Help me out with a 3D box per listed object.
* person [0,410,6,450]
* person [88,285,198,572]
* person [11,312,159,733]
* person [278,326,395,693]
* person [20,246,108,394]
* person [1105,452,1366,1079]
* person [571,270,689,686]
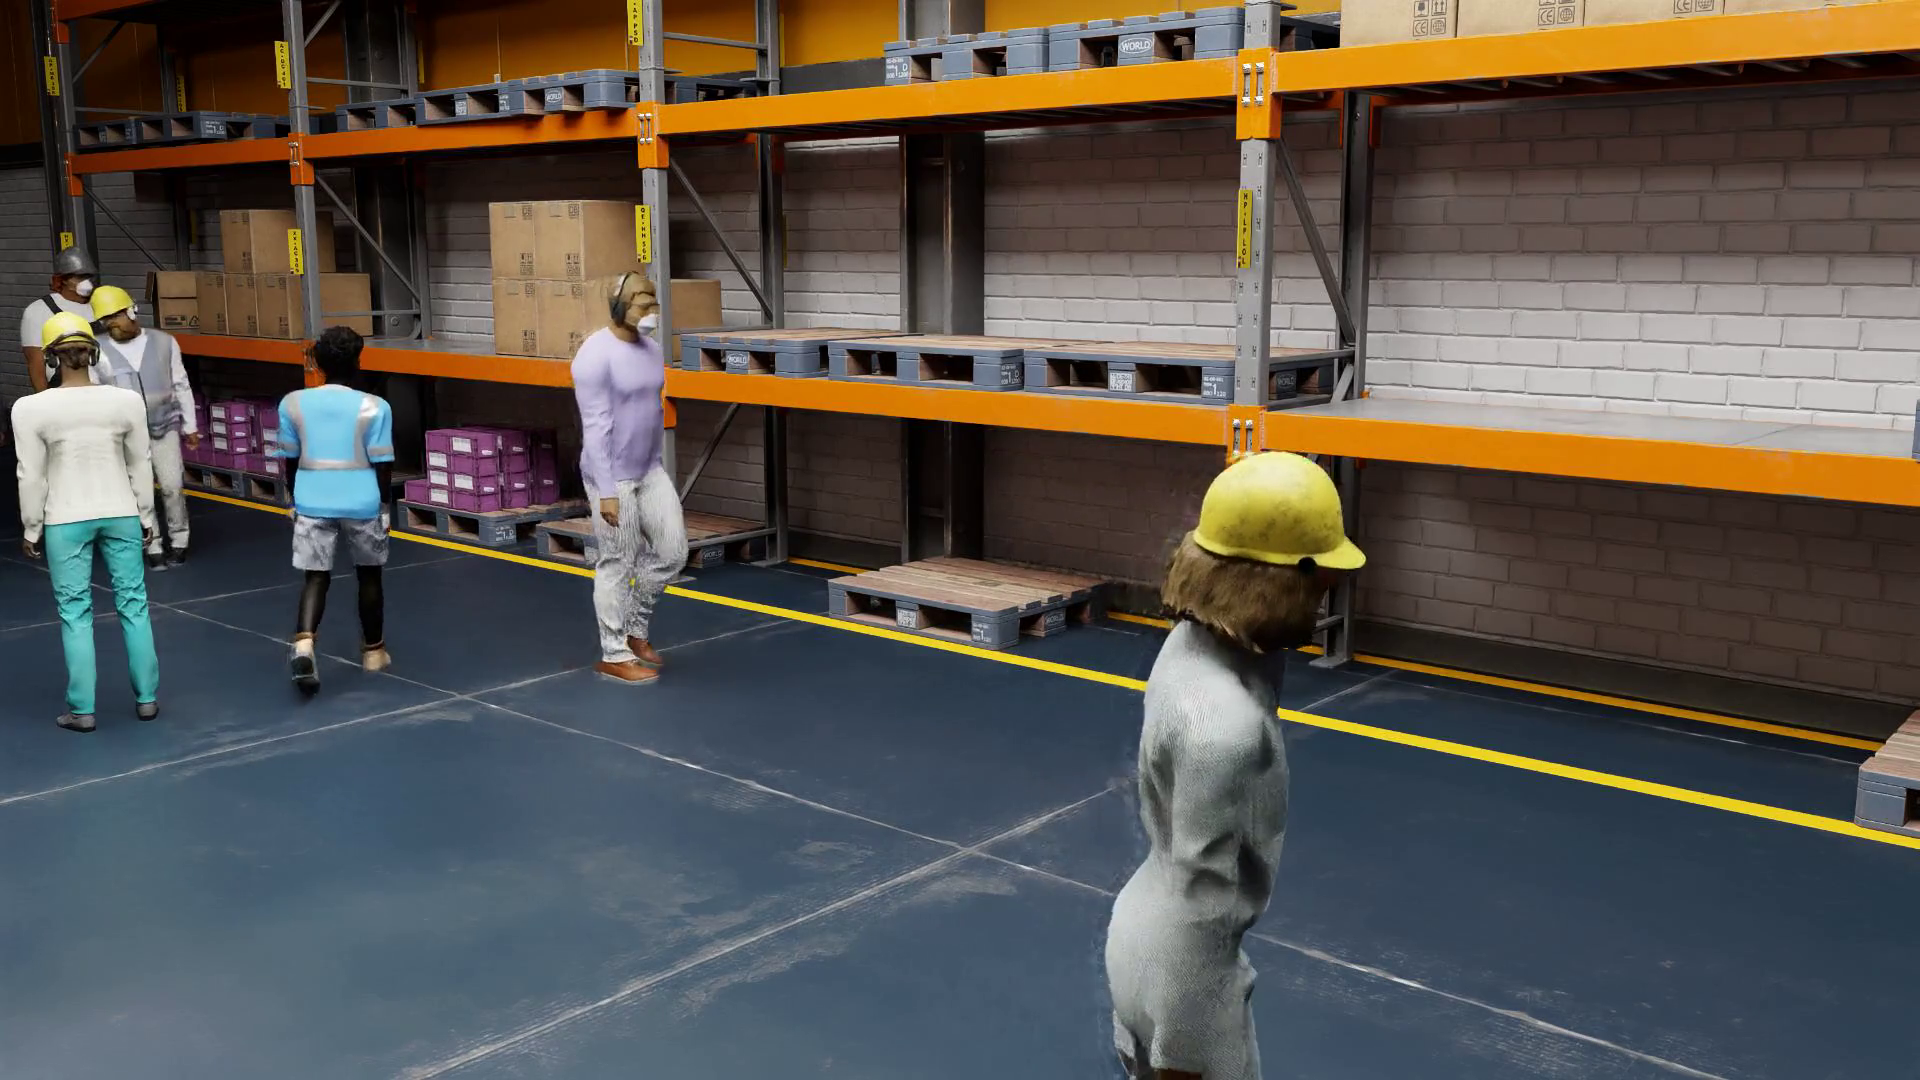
[{"bbox_3d":[-6.260,-0.699,10.210,0.759,1.878,0.610,6,12,31],"label":"person"},{"bbox_3d":[-5.137,-0.694,10.448,0.631,1.795,0.421,-6,12,-32],"label":"person"},{"bbox_3d":[-3.666,-0.072,6.999,0.523,1.761,0.323,-9,13,-41],"label":"person"},{"bbox_3d":[-2.863,-0.144,7.644,0.535,1.670,0.711,-1,10,-7],"label":"person"},{"bbox_3d":[-6.017,-1.000,11.476,0.539,2.000,0.689,6,12,32],"label":"person"},{"bbox_3d":[0.362,0.701,2.704,0.518,1.715,0.510,1,10,7],"label":"person"},{"bbox_3d":[-1.513,-0.269,7.655,0.442,1.920,0.644,5,11,25],"label":"person"}]
